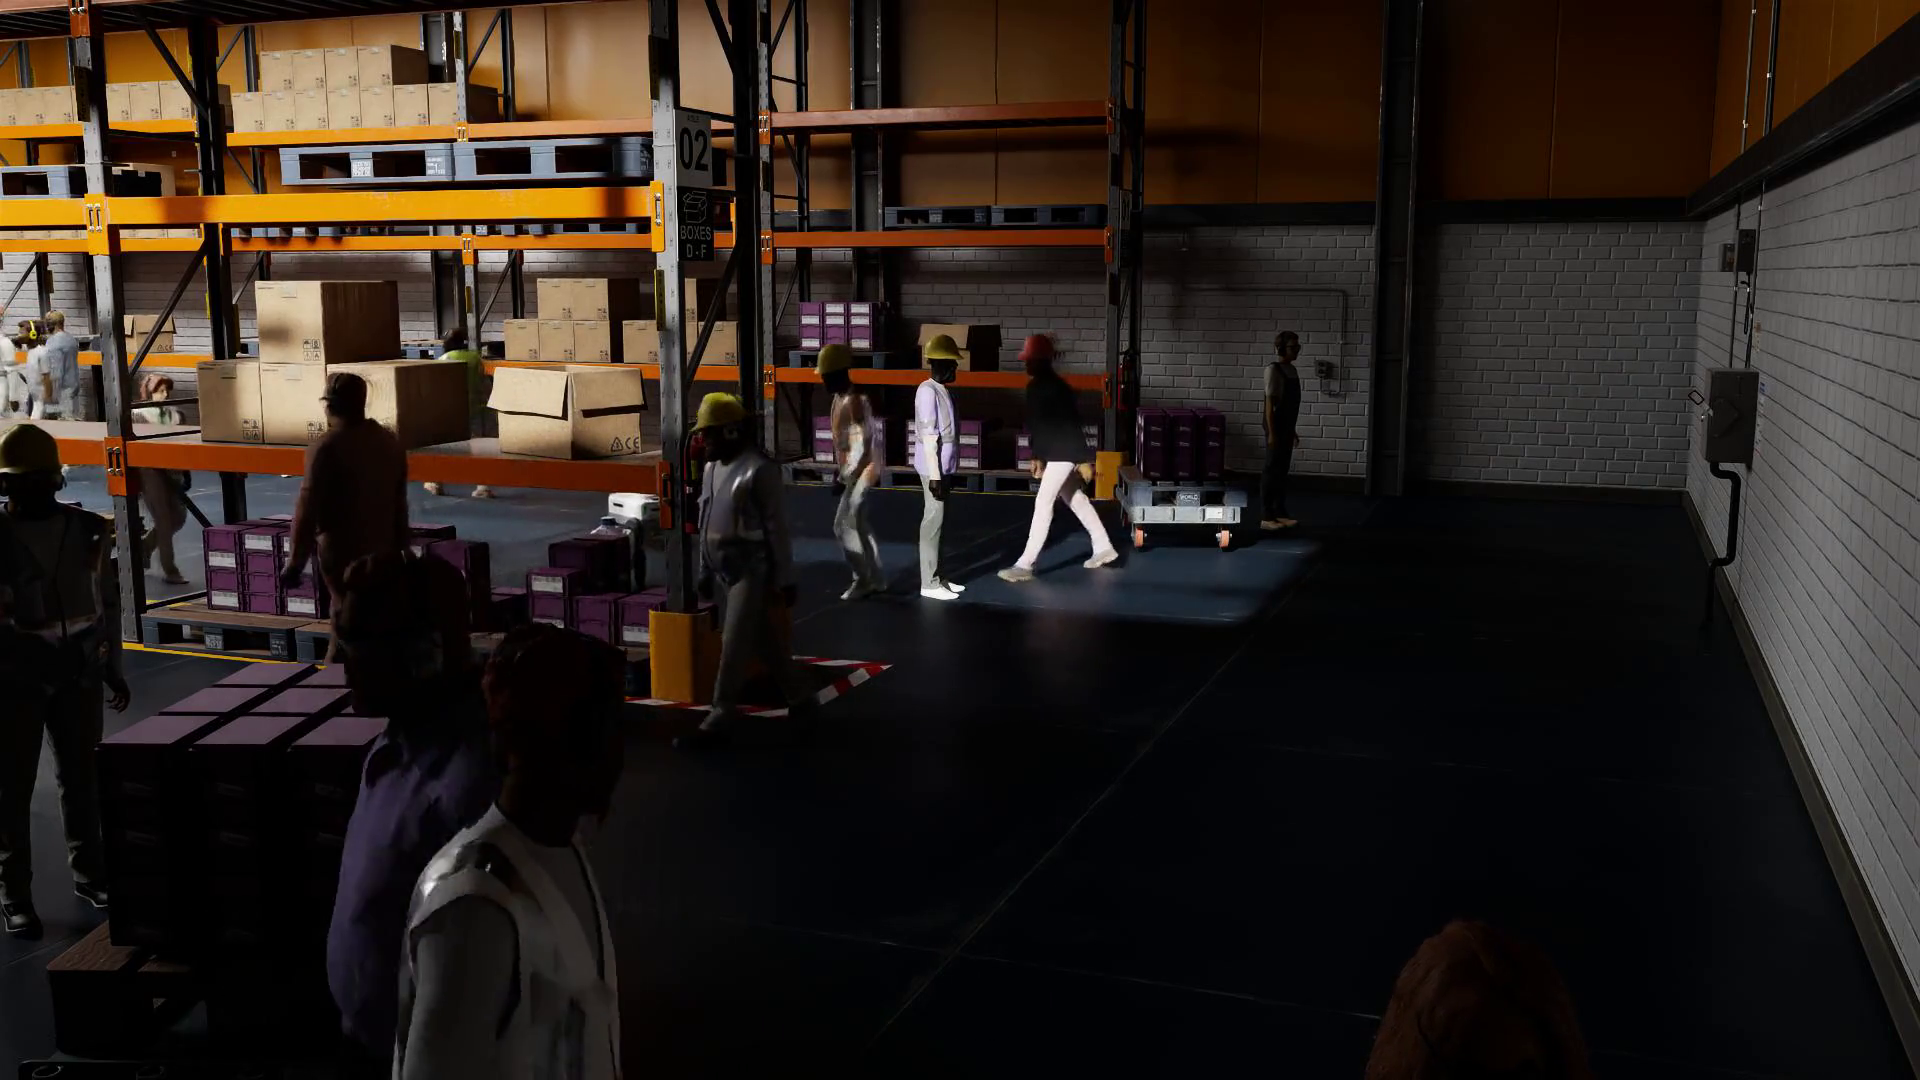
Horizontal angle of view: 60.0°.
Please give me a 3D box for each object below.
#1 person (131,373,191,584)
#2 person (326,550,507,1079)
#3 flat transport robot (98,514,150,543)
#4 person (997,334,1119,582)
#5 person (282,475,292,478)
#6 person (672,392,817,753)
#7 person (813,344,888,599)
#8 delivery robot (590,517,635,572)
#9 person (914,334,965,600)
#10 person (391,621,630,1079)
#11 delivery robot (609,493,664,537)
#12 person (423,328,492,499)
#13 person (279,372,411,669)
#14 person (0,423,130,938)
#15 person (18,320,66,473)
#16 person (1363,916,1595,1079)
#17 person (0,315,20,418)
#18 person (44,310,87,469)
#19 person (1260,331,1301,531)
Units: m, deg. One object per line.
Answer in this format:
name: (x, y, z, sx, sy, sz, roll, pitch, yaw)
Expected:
person: (-6.188, -0.481, 12.793, 0.621, 1.614, 0.524, 4, 10, 26)
person: (-1.052, 0.951, 3.043, 0.927, 1.863, 0.661, -4, 10, -25)
flat transport robot: (-7.995, -0.104, 14.650, 1.431, 0.197, 0.652, 1, 9, 8)
person: (0.796, -0.656, 13.009, 1.108, 1.923, 0.661, -3, 10, -19)
person: (-7.769, -1.689, 19.496, 0.642, 1.905, 0.399, -9, 12, -43)
person: (-1.070, 0.140, 8.437, 0.898, 1.778, 0.619, -7, 12, -38)
person: (-0.784, -0.458, 12.025, 0.540, 1.910, 0.627, -2, 9, -15)
delivery robot: (-2.613, 0.070, 12.377, 0.477, 0.478, 0.707, -1, 9, -7)
person: (-0.145, -0.534, 12.170, 0.368, 1.927, 0.587, 1, 9, 8)
person: (-0.659, 1.064, 2.404, 0.350, 1.856, 0.720, 0, 9, 2)
delivery robot: (-2.785, -0.279, 14.565, 0.477, 0.478, 0.707, -7, 12, -38)
person: (-5.348, -1.342, 17.650, 0.964, 1.794, 0.643, 7, 12, 39)
person: (-3.146, 0.064, 8.645, 0.983, 1.866, 0.652, 3, 9, 17)
person: (-3.315, 0.491, 6.027, 0.403, 1.834, 0.587, 7, 12, 39)
person: (-10.405, -1.552, 18.764, 0.414, 1.856, 0.560, -9, 12, -43)
person: (0.576, 1.234, 1.989, 0.497, 1.632, 0.289, 0, 9, 0)
person: (-11.148, -1.666, 19.002, 0.631, 2.010, 0.814, 6, 11, 35)
person: (-10.912, -1.827, 20.254, 0.359, 1.936, 0.632, -1, 9, -8)
person: (2.989, -1.013, 15.430, 0.345, 1.847, 0.506, 7, 11, 37)
